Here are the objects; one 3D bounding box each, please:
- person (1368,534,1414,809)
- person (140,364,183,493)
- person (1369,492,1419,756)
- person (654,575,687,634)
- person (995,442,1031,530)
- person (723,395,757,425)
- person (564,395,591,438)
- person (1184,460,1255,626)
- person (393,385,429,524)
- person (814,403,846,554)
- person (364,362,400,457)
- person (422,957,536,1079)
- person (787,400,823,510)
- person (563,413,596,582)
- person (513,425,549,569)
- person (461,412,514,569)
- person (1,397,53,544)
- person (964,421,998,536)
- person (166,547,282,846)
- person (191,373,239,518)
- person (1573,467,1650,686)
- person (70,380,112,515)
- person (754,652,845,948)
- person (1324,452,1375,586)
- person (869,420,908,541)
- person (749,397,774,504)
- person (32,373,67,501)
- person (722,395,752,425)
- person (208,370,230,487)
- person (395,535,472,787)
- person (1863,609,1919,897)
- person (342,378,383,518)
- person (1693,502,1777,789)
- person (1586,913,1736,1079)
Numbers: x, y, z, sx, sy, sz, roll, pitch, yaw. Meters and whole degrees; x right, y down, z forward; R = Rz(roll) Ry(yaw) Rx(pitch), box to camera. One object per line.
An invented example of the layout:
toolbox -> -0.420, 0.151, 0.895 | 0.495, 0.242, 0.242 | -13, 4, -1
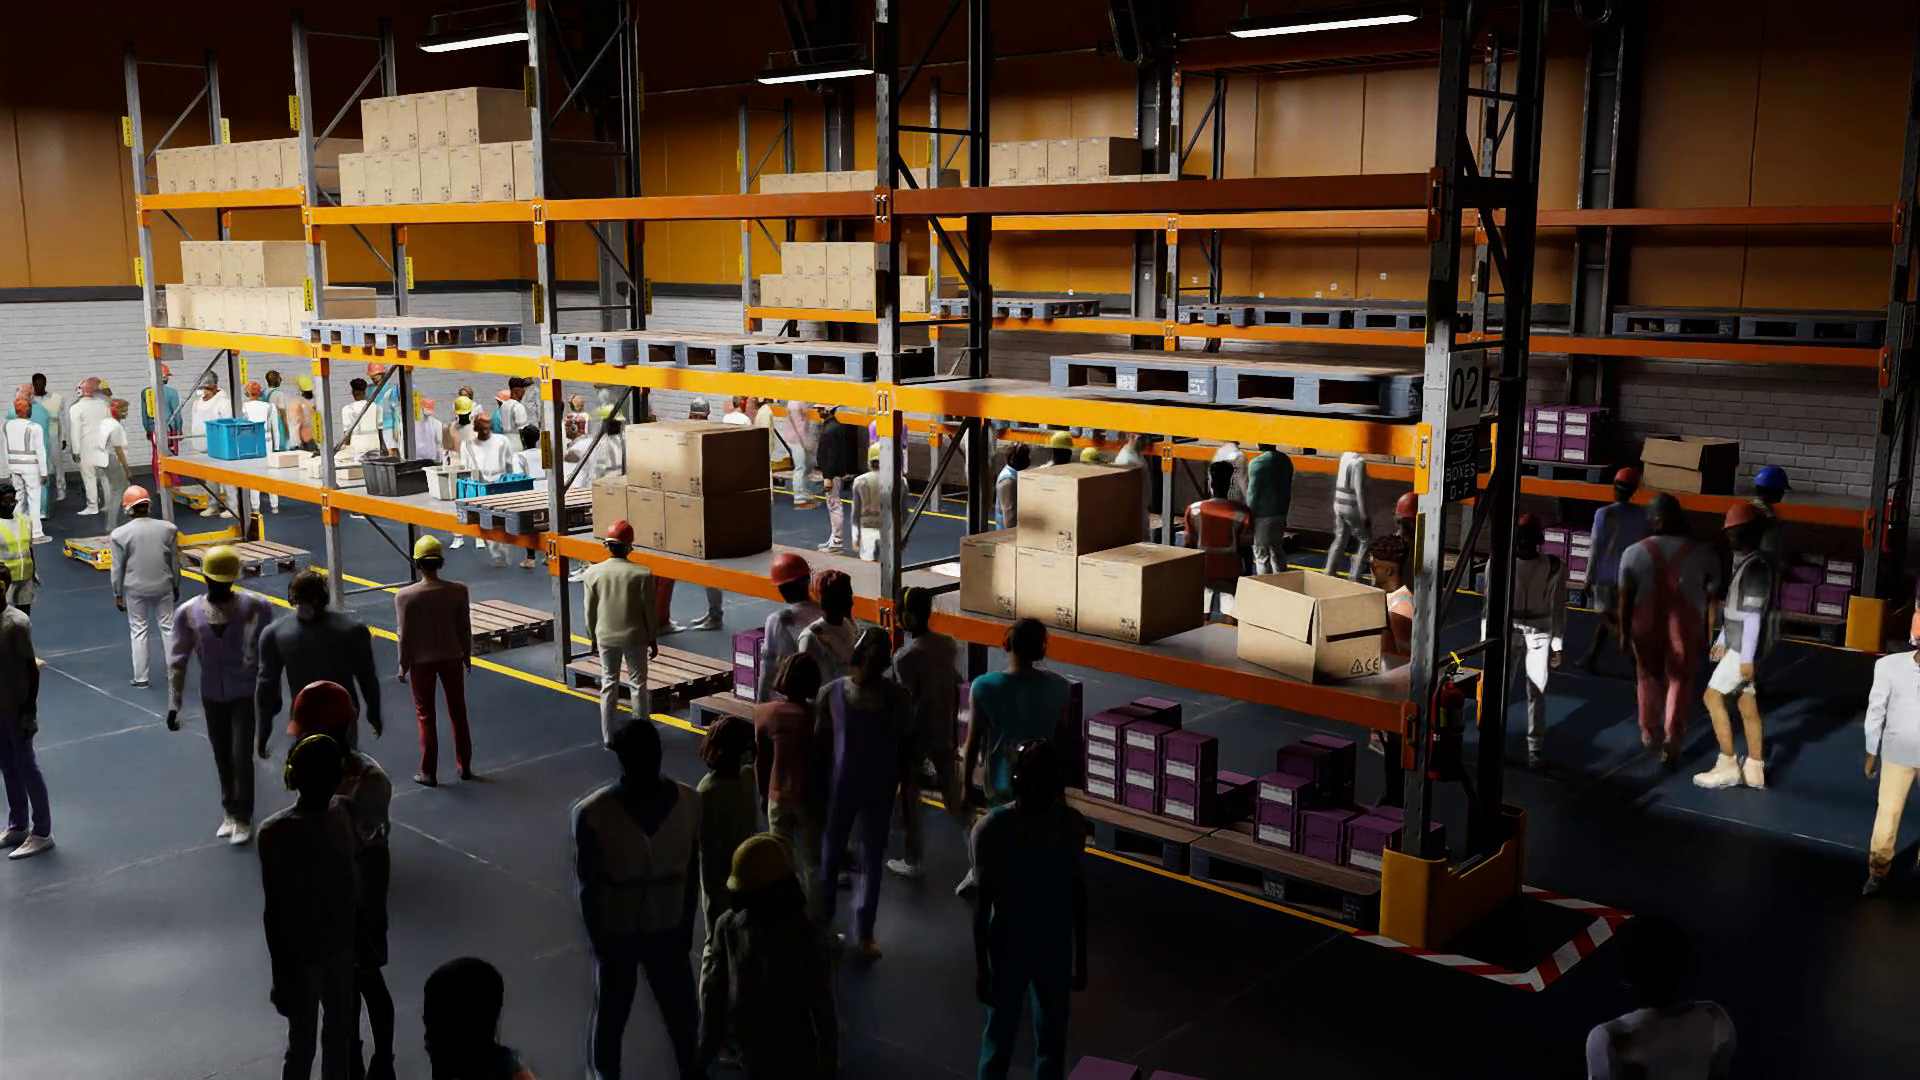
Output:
person -> 2.757, 0.932, 10.639 | 0.373, 1.963, 0.607 | 1, 10, 7
person -> -12.171, -1.698, 25.438 | 0.609, 1.988, 0.392 | 1, 10, 6
person -> 3.313, 0.619, 12.356 | 0.620, 1.986, 0.408 | -6, 12, -30
person -> -2.918, -0.027, 16.227 | 0.386, 1.904, 0.603 | -6, 12, -31
person -> 0.576, -0.069, 16.642 | 0.429, 1.842, 0.634 | 2, 10, 11
person -> -3.267, -1.485, 24.521 | 0.422, 1.891, 0.648 | 8, 13, 38
person -> -5.510, -1.273, 24.024 | 0.309, 1.638, 0.522 | 6, 12, 29
person -> 2.226, 0.288, 14.298 | 0.605, 1.957, 0.370 | 3, 10, 17
person -> -7.426, -1.181, 22.715 | 0.546, 1.926, 0.608 | -6, 12, -31
person -> -1.594, -0.815, 20.422 | 0.383, 1.996, 0.609 | 0, 10, -1
person -> -8.911, -1.747, 25.613 | 0.608, 2.031, 0.413 | 3, 10, 15
person -> -1.250, 2.072, 4.494 | 0.634, 1.863, 0.691 | -3, 11, -19
person -> -2.252, -1.395, 23.933 | 0.451, 1.924, 0.645 | 2, 10, 10
person -> -4.312, -0.480, 18.779 | 0.406, 1.910, 0.639 | 0, 10, -2
person -> -4.999, -0.504, 19.509 | 0.532, 1.697, 0.319 | -10, 14, -44
person -> -5.489, -0.571, 19.433 | 0.606, 1.855, 0.596 | -3, 10, -15
person -> -11.870, -0.880, 21.147 | 0.568, 1.879, 0.349 | 2, 10, 10
person -> 0.281, -0.859, 20.814 | 0.404, 1.947, 0.613 | 7, 12, 35
person -> -4.642, 0.982, 10.492 | 0.613, 1.902, 0.652 | -1, 10, -4
person -> -10.452, -1.329, 23.203 | 0.694, 2.000, 0.537 | 4, 11, 22
person -> 5.735, 0.313, 14.413 | 0.577, 1.878, 0.893 | -4, 11, -19
person -> -12.270, -1.304, 23.473 | 0.399, 1.900, 0.640 | 4, 11, 22
person -> -0.861, 1.402, 8.914 | 0.501, 1.632, 0.285 | 4, 11, 21
person -> 4.273, -0.312, 17.983 | 0.647, 1.858, 0.620 | -1, 10, -5
person -> -0.886, -0.919, 21.207 | 0.550, 1.929, 0.389 | -6, 12, -32
person -> -2.912, -1.399, 24.459 | 0.354, 1.738, 0.573 | -3, 10, -15
person -> -13.594, -1.529, 24.725 | 0.584, 1.911, 0.391 | -3, 11, -17
person -> -2.964, -1.045, 22.183 | 0.401, 1.835, 0.563 | -8, 13, -40
person -> -11.149, -1.583, 24.964 | 0.631, 1.933, 0.362 | 8, 13, 40
person -> -3.697, 0.844, 11.696 | 0.533, 1.767, 0.326 | -7, 12, -36
person -> 5.518, 1.230, 9.563 | 0.579, 1.746, 0.339 | 5, 11, 28
person -> -8.322, -1.285, 23.202 | 0.376, 1.956, 0.604 | 7, 12, 36
person -> 5.434, 0.742, 11.635 | 0.609, 1.994, 0.644 | 6, 12, 30
person -> 2.245, 2.024, 5.299 | 0.534, 1.669, 0.792 | -2, 10, -9
